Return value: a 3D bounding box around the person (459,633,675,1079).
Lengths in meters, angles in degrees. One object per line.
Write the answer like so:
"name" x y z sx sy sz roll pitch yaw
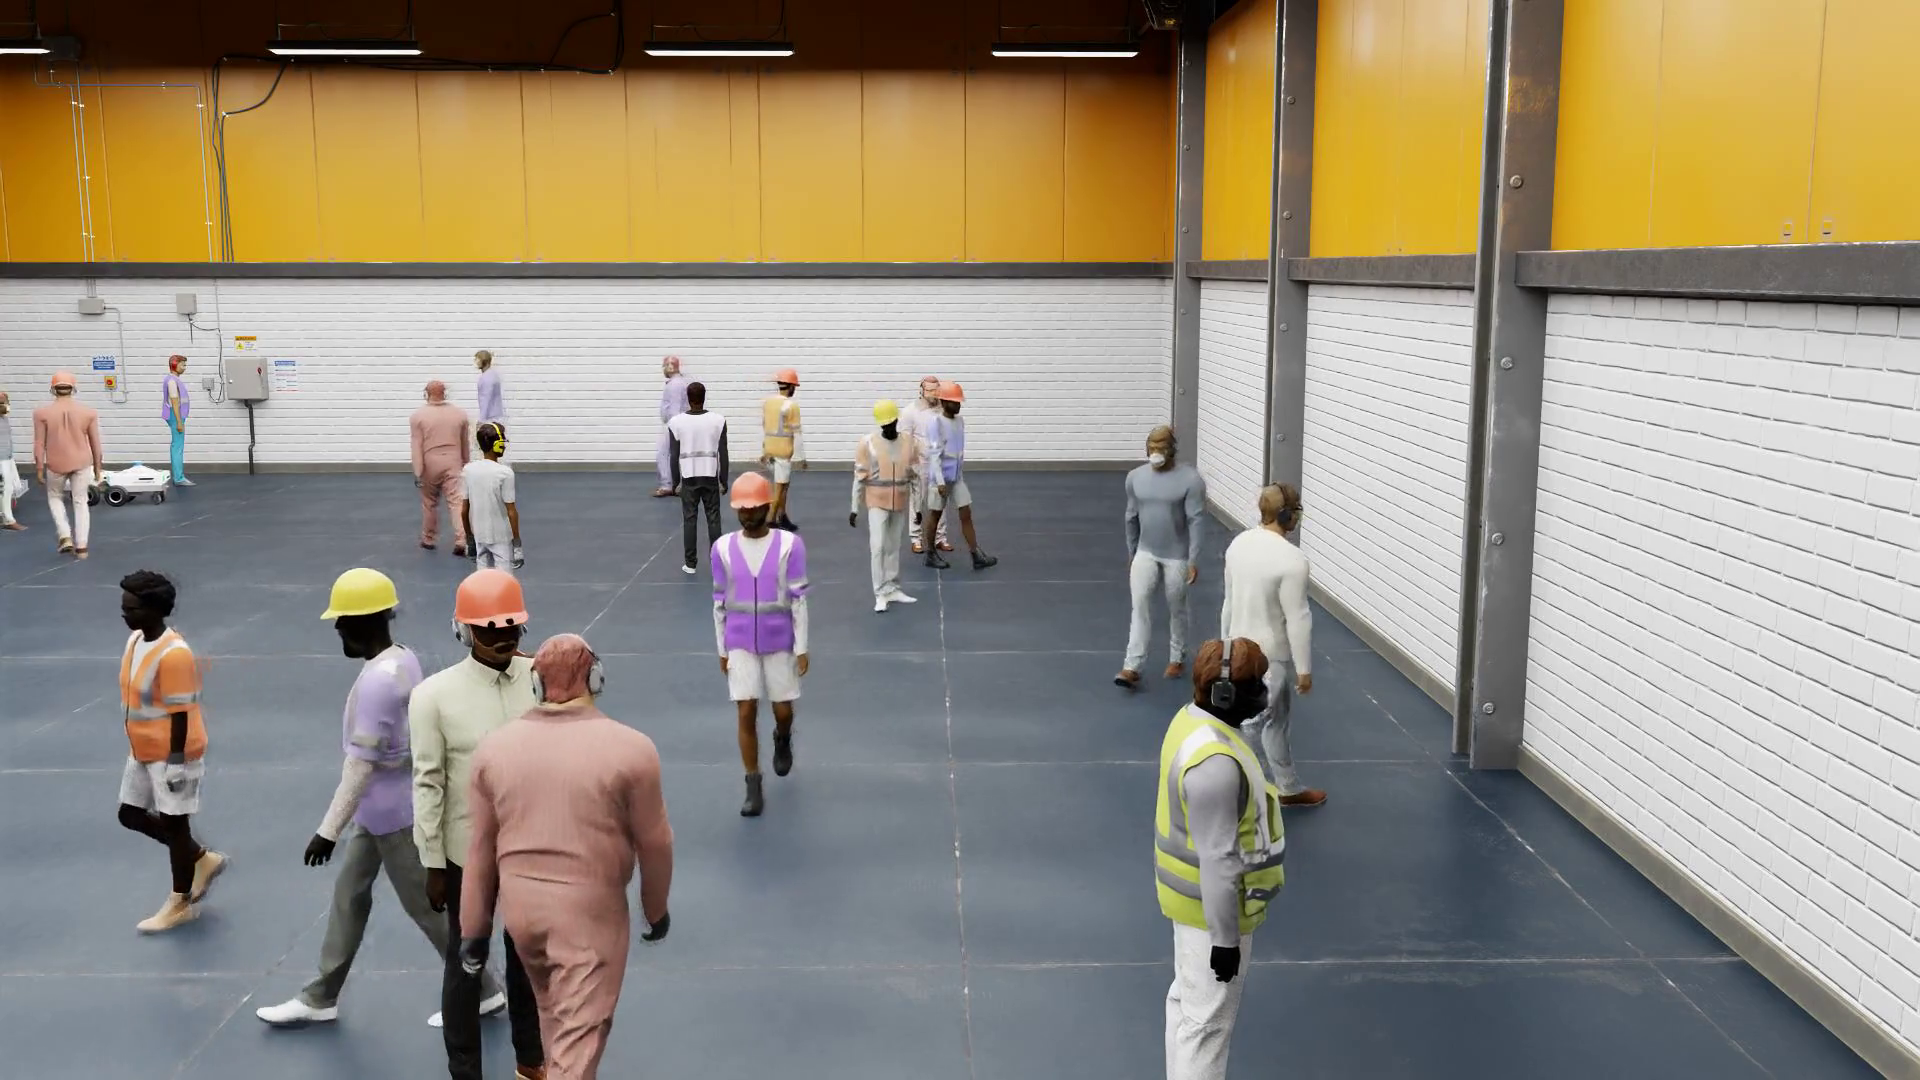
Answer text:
"person" -1.306 1.242 5.492 0.673 1.835 0.907 3 10 17

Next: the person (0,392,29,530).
"person" -11.129 -0.907 19.259 0.444 1.618 0.529 -2 10 -13

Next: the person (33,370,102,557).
"person" -9.378 -0.799 17.512 0.647 1.972 0.467 -6 11 -35

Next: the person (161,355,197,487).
"person" -10.948 -1.664 23.245 0.389 1.837 0.563 -4 10 -26

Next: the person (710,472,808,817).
"person" -1.119 0.550 9.401 0.547 1.923 0.655 0 9 1

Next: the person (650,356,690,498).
"person" -3.857 -1.488 22.019 0.707 1.881 0.686 0 9 1

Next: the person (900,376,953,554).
"person" -0.318 -0.804 17.796 0.644 1.903 0.401 -5 10 -26

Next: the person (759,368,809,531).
"person" -1.966 -0.994 18.917 0.728 1.904 0.562 -9 13 -43

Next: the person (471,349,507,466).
"person" -6.623 -1.678 23.104 0.693 1.916 0.635 -3 10 -19

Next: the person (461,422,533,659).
"person" -3.579 0.026 12.792 0.539 1.869 0.313 4 10 24

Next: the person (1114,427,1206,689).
"person" 1.442 0.137 12.022 0.653 1.889 0.986 5 10 27

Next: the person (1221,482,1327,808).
"person" 1.606 0.624 9.081 1.003 1.899 0.644 -4 10 -22

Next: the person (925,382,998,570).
"person" -0.039 -0.617 16.626 0.916 1.897 0.569 9 13 43

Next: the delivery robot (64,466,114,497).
"delivery robot" -11.314 -0.789 21.518 0.707 0.478 0.477 2 9 13

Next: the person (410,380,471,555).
"person" -5.526 -0.774 17.749 0.659 1.865 0.985 -6 11 -34

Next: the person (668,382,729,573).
"person" -2.600 -0.617 16.595 0.591 1.916 0.393 -2 9 -12

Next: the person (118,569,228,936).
"person" -3.630 0.959 7.601 0.551 1.683 0.394 8 12 41

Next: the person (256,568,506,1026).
"person" -2.286 1.041 6.561 0.963 1.878 0.599 -3 10 -16

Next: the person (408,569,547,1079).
"person" -1.642 1.082 5.930 0.382 1.995 0.612 9 13 42

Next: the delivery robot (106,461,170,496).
"delivery robot" -10.579 -0.775 21.433 0.707 0.478 0.477 -2 9 -13

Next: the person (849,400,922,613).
"person" -0.636 -0.306 14.779 0.670 1.880 0.621 -5 10 -26

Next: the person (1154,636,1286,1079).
"person" 0.863 1.220 5.553 0.429 1.841 0.634 0 9 2
